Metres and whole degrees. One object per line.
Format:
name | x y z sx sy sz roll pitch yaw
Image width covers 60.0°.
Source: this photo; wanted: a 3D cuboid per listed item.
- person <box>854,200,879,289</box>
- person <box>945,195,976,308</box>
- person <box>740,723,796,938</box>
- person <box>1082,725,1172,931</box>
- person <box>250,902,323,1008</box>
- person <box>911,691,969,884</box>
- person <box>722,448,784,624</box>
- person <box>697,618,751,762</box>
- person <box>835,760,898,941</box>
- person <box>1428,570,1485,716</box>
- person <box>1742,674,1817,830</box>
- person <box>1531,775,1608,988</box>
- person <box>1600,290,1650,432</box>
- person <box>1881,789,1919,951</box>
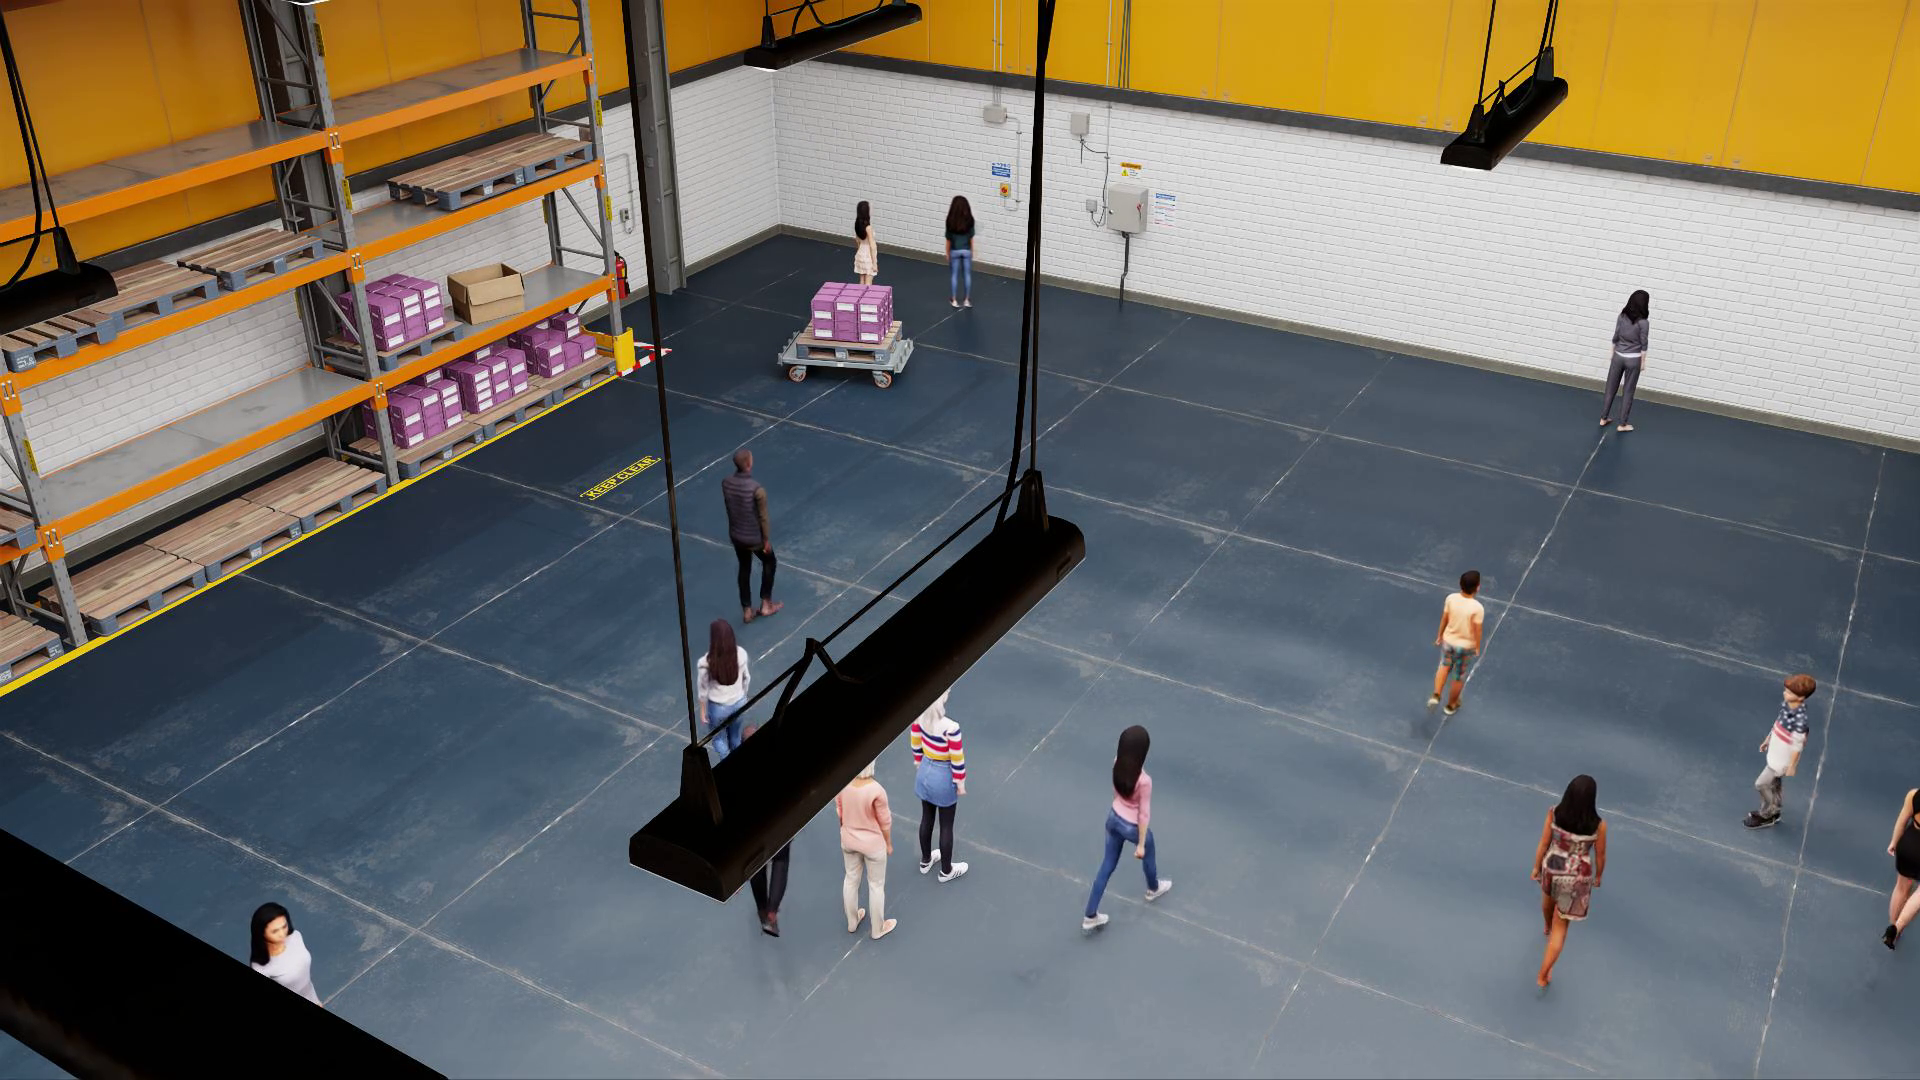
person | -1.327 -3.911 23.309 0.654 1.736 0.649 -18 34 -30
person | 0.015 -4.147 23.866 0.707 1.617 0.751 -3 29 -5
person | -1.430 2.172 12.086 0.915 1.804 1.011 -1 29 -2
person | 1.172 2.139 12.261 1.197 1.695 0.876 -20 35 -32
person | -4.268 3.020 10.604 0.717 1.735 0.553 7 29 13
person | -0.175 1.818 12.731 0.690 1.809 0.585 22 36 35
person | -2.084 -0.004 16.053 0.733 1.825 0.700 17 33 28
person | -1.886 1.409 13.685 0.904 1.613 0.900 -15 32 -26
person | -0.704 2.176 12.160 0.611 1.725 0.537 13 31 23
person | 4.380 0.939 14.717 0.591 1.451 0.696 21 35 33
person | 6.674 1.695 13.353 0.651 1.429 0.570 5 29 9
person | 4.287 2.429 11.825 0.627 1.603 1.116 15 32 26
person | 8.059 -2.178 20.101 0.623 1.765 0.657 -22 36 -35
person | 6.890 2.321 11.984 0.780 1.640 0.696 -23 36 -35
